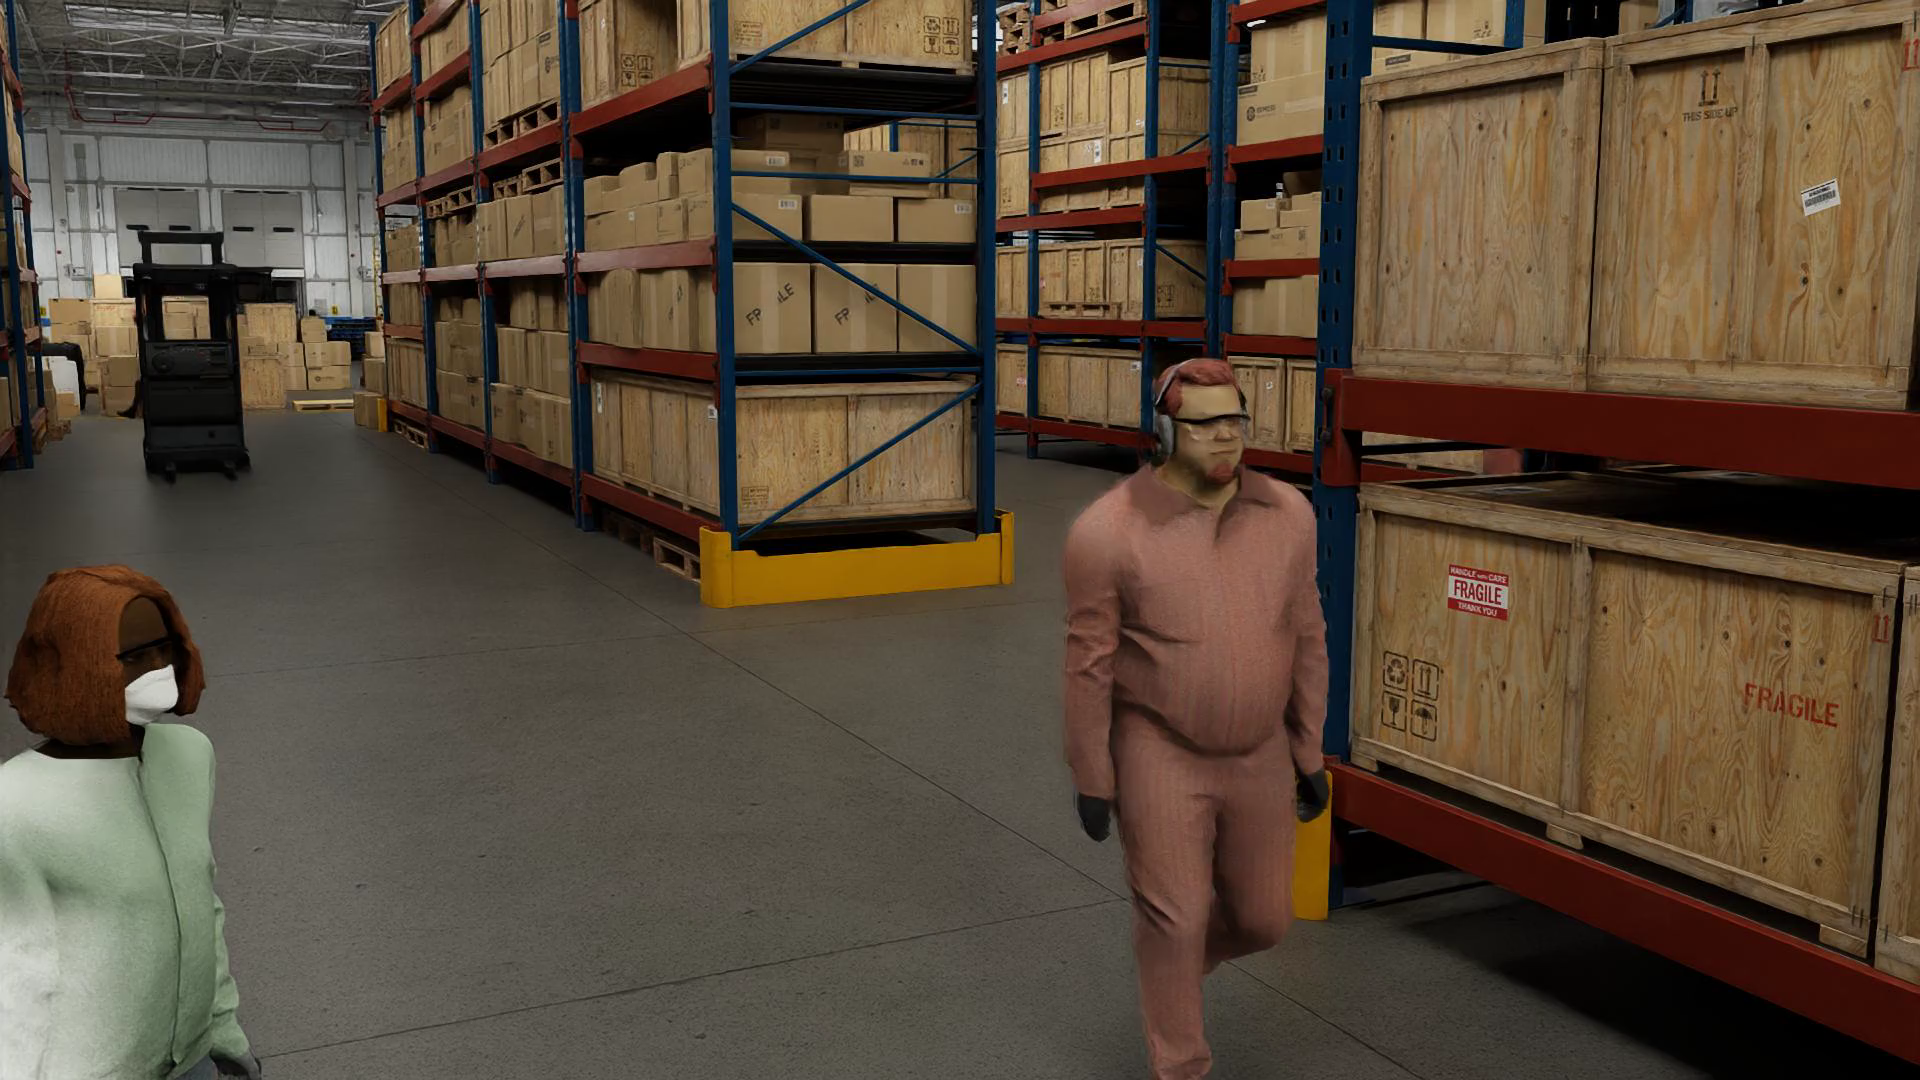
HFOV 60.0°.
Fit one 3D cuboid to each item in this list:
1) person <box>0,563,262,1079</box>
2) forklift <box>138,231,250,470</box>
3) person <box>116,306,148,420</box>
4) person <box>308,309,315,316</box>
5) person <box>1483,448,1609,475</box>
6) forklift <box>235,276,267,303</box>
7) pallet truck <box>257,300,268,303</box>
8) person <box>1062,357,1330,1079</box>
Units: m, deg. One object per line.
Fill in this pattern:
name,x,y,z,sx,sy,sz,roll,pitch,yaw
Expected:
person,-1.269,0.843,2.545,0.279,1.634,0.499,2,8,12
forklift,-9.357,-2.331,20.161,1.129,2.768,1.873,-4,9,-26
person,-13.758,-2.969,27.909,0.925,1.893,0.573,-4,9,-23
person,-21.725,-6.932,56.007,0.538,1.682,0.535,-5,10,-31
person,2.399,0.097,6.876,0.943,1.874,0.634,-4,9,-28
forklift,-17.862,-5.470,41.809,1.129,2.768,1.873,-4,9,-26
pallet truck,-23.913,-7.404,58.171,1.885,1.965,0.823,-1,8,-9
person,0.557,0.504,3.996,0.656,1.891,0.671,-3,9,-19
